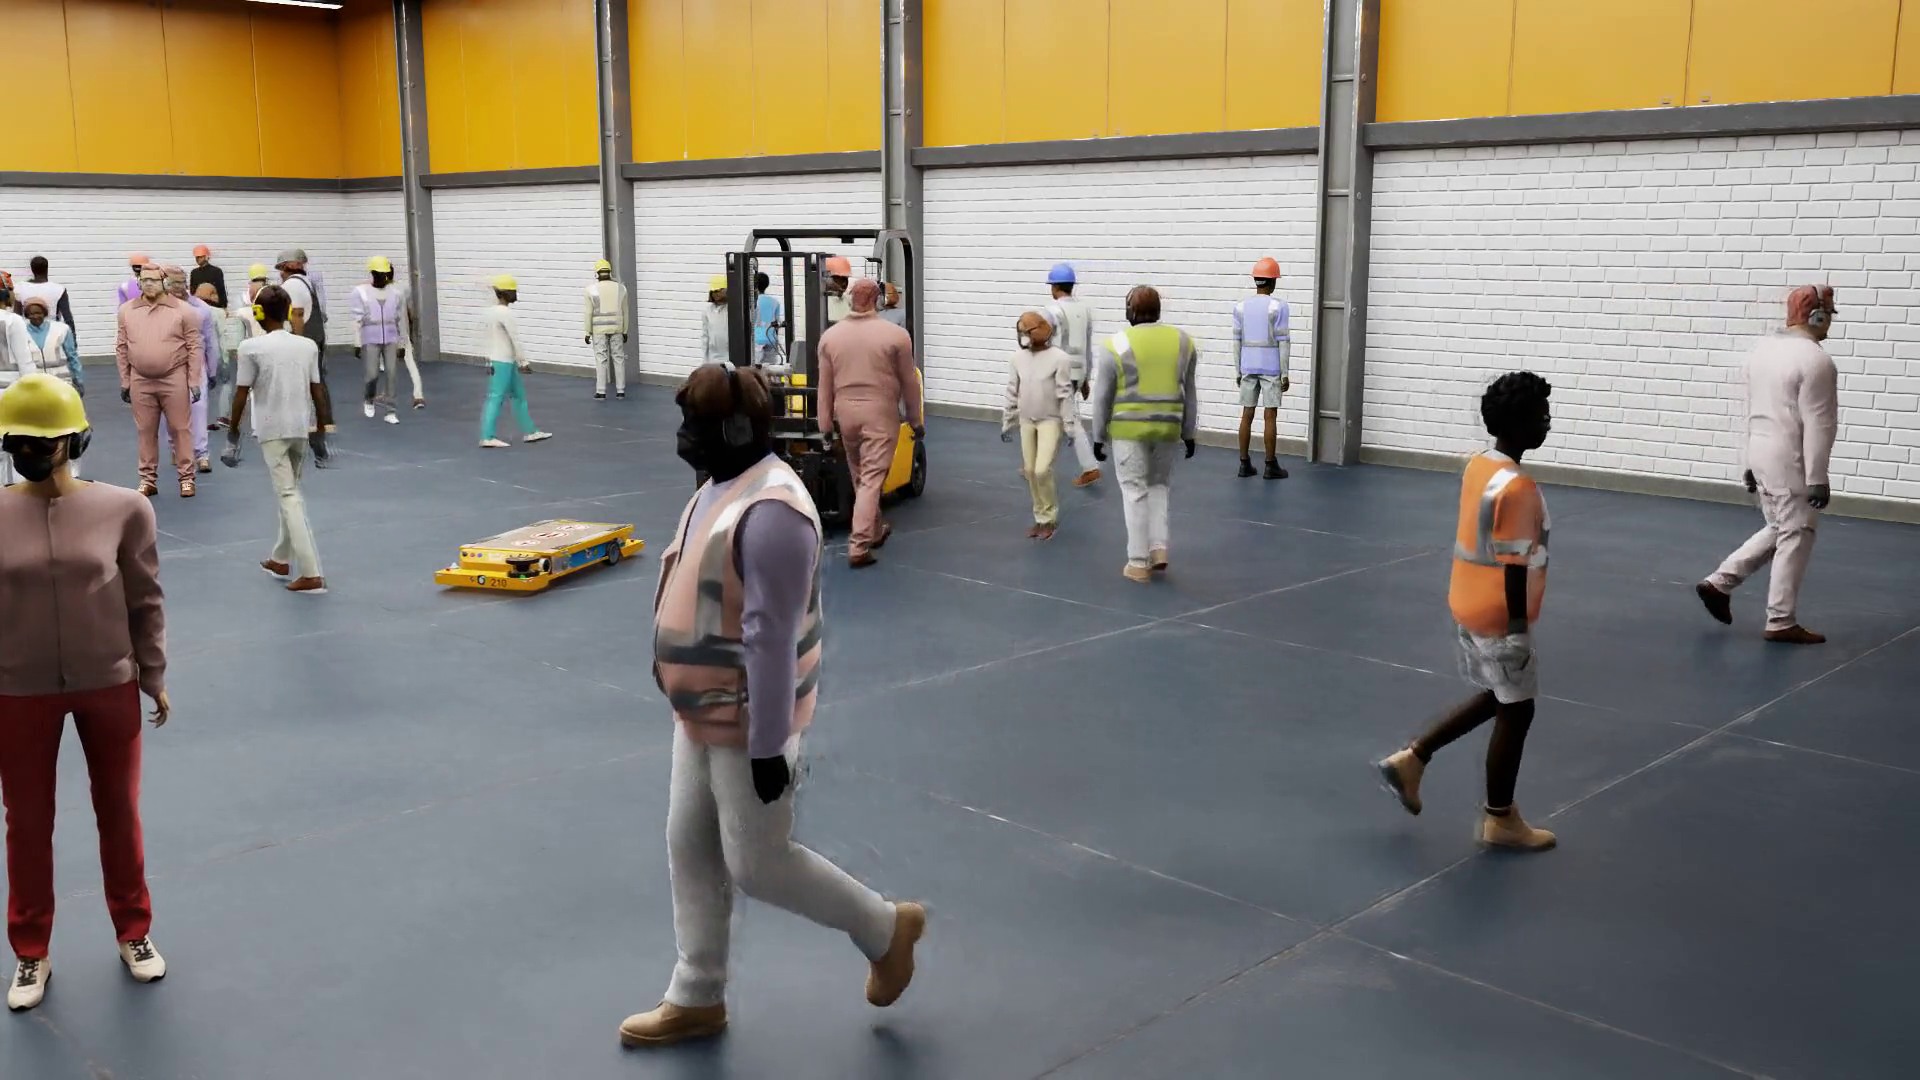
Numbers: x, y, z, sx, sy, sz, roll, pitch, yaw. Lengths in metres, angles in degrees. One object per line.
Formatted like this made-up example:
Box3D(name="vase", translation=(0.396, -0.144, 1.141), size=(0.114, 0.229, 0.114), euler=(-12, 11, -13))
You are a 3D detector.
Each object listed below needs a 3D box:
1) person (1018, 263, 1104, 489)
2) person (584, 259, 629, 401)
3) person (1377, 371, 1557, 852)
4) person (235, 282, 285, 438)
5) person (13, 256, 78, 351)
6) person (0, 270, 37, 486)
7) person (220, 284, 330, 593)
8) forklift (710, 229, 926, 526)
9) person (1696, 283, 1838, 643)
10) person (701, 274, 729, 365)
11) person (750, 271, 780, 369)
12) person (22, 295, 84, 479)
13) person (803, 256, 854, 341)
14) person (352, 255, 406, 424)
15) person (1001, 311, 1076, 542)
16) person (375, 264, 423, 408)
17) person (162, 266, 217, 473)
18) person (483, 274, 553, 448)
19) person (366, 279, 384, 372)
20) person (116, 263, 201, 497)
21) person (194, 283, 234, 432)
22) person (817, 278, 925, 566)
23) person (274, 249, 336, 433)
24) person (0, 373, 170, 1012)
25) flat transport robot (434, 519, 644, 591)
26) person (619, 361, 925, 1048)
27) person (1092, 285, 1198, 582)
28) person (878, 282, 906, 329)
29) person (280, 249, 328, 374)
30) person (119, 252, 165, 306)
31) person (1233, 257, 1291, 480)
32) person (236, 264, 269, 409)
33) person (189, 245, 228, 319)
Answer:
Box3D(name="person", translation=(0.884, -1.396, 14.160), size=(0.991, 1.906, 0.614), euler=(8, 13, 38))
Box3D(name="person", translation=(-4.584, -2.717, 21.554), size=(0.588, 1.823, 0.403), euler=(-6, 12, -29))
Box3D(name="person", translation=(1.802, 0.253, 5.735), size=(0.521, 1.677, 0.540), euler=(0, 10, 2))
Box3D(name="person", translation=(-7.362, -1.900, 17.601), size=(0.514, 1.641, 0.309), euler=(-4, 11, -22))
Box3D(name="person", translation=(-10.859, -2.427, 19.825), size=(0.611, 1.867, 0.978), euler=(-2, 11, -9))
Box3D(name="person", translation=(-6.928, -1.013, 12.102), size=(0.573, 1.883, 0.355), euler=(3, 11, 18))
Box3D(name="person", translation=(-4.169, -0.608, 10.015), size=(0.881, 1.834, 0.543), euler=(7, 12, 33))
Box3D(name="forklift", translation=(-1.050, -1.319, 12.920), size=(1.214, 2.155, 2.313), euler=(2, 11, 13))
Box3D(name="person", translation=(4.284, -0.387, 8.681), size=(0.513, 1.890, 0.653), euler=(0, 10, 0))
Box3D(name="person", translation=(-2.457, -1.884, 17.256), size=(0.503, 1.726, 0.396), euler=(3, 11, 17))
Box3D(name="person", translation=(-2.415, -2.414, 20.248), size=(0.316, 1.696, 0.540), euler=(9, 14, 40))
Box3D(name="person", translation=(-7.921, -1.313, 14.445), size=(0.531, 1.608, 0.581), euler=(-4, 11, -21))
Box3D(name="person", translation=(-1.052, -1.529, 14.754), size=(0.642, 1.947, 0.931), euler=(-9, 14, -41))
Box3D(name="person", translation=(-6.593, -2.273, 18.889), size=(0.611, 1.909, 0.518), euler=(-7, 13, -35))
Box3D(name="person", translation=(0.548, -0.790, 11.621), size=(0.558, 1.603, 0.506), euler=(7, 12, 33))
Box3D(name="person", translation=(-6.977, -2.528, 20.592), size=(0.539, 1.801, 1.024), euler=(-10, 14, -43))
Box3D(name="person", translation=(-7.112, -1.557, 15.162), size=(0.644, 1.864, 0.985), euler=(-6, 12, -28))
Box3D(name="person", translation=(-4.484, -1.800, 16.809), size=(0.836, 1.734, 0.533), euler=(-5, 12, -26))
Box3D(name="person", translation=(-8.970, -3.482, 25.911), size=(0.573, 1.745, 0.545), euler=(4, 11, 21))
Box3D(name="person", translation=(-6.514, -1.289, 13.530), size=(0.638, 1.913, 0.407), euler=(-2, 11, -10))
Box3D(name="person", translation=(-8.168, -1.989, 18.139), size=(0.493, 1.614, 0.431), euler=(1, 10, 7))
Box3D(name="person", translation=(-0.577, -0.788, 10.964), size=(0.645, 1.854, 1.006), euler=(4, 11, 22))
Box3D(name="person", translation=(-7.085, -2.156, 17.903), size=(0.666, 2.000, 0.692), euler=(1, 10, 3))
Box3D(name="person", translation=(-2.486, 0.414, 4.643), size=(0.526, 1.765, 0.330), euler=(-6, 12, -30))
Box3D(name="flat transport robot", translation=(-2.640, 0.074, 10.571), size=(0.652, 0.197, 1.431), euler=(3, 11, 17))
Box3D(name="person", translation=(-0.508, 0.439, 4.355), size=(0.751, 1.817, 0.633), euler=(-5, 11, -23))
Box3D(name="person", translation=(1.126, -0.654, 10.284), size=(0.658, 1.827, 0.481), euler=(-3, 11, -17))
Box3D(name="person", translation=(-0.765, -1.930, 17.776), size=(0.499, 1.634, 0.285), euler=(5, 12, 26))
Box3D(name="person", translation=(-10.004, -3.469, 25.383), size=(0.647, 1.922, 0.398), euler=(-1, 10, -7))
Box3D(name="person", translation=(-10.212, -2.649, 20.908), size=(0.570, 1.919, 0.649), euler=(-2, 11, -13))
Box3D(name="person", translation=(2.657, -1.499, 14.599), size=(0.542, 1.938, 0.357), euler=(8, 13, 37))
Box3D(name="person", translation=(-8.410, -2.428, 20.091), size=(0.607, 1.786, 0.955), euler=(-8, 13, -36))
Box3D(name="person", translation=(-12.031, -3.704, 26.504), size=(0.657, 1.976, 0.552), euler=(4, 11, 20))
